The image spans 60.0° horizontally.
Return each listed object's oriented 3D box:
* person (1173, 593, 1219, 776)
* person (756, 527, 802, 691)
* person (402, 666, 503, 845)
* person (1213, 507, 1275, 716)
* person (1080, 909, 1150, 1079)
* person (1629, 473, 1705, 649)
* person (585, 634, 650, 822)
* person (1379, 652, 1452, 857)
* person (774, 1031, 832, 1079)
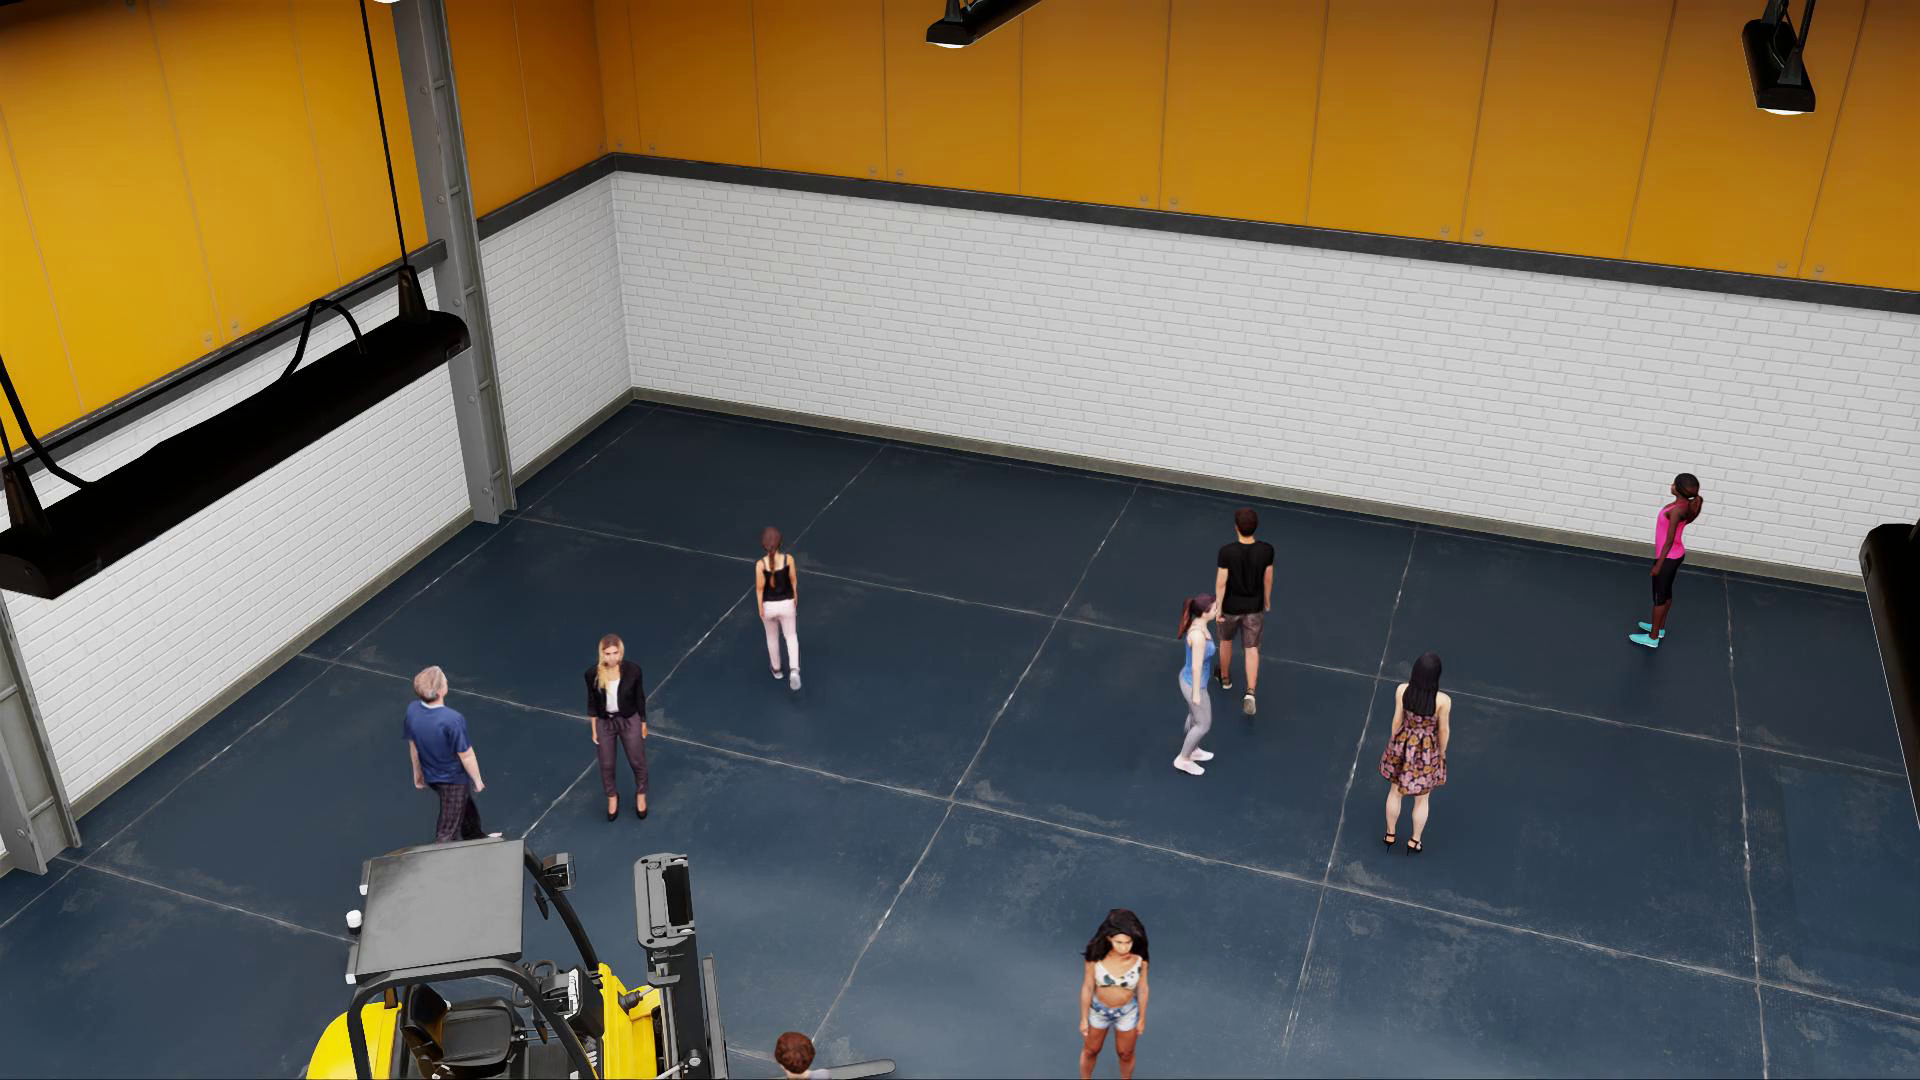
[{"bbox_3d":[1.862,1.148,13.412,0.733,1.605,0.613,3,29,5],"label":"person"},{"bbox_3d":[-1.559,0.606,14.458,0.811,1.553,0.942,-8,30,-14],"label":"person"},{"bbox_3d":[-3.755,1.792,11.999,0.738,1.827,1.215,13,31,22],"label":"person"},{"bbox_3d":[2.422,0.609,14.156,0.919,1.838,1.208,0,29,-1],"label":"person"},{"bbox_3d":[0.936,2.898,10.190,0.631,1.618,0.647,2,29,3],"label":"person"},{"bbox_3d":[6.434,0.167,15.087,0.682,1.723,0.584,21,35,33],"label":"person"},{"bbox_3d":[-2.626,1.438,12.813,0.669,1.668,0.666,-3,29,-6],"label":"person"},{"bbox_3d":[3.403,1.596,12.412,0.686,1.775,0.691,13,31,23],"label":"person"},{"bbox_3d":[-0.862,3.406,9.230,0.630,1.645,0.728,-20,34,-32],"label":"person"}]
